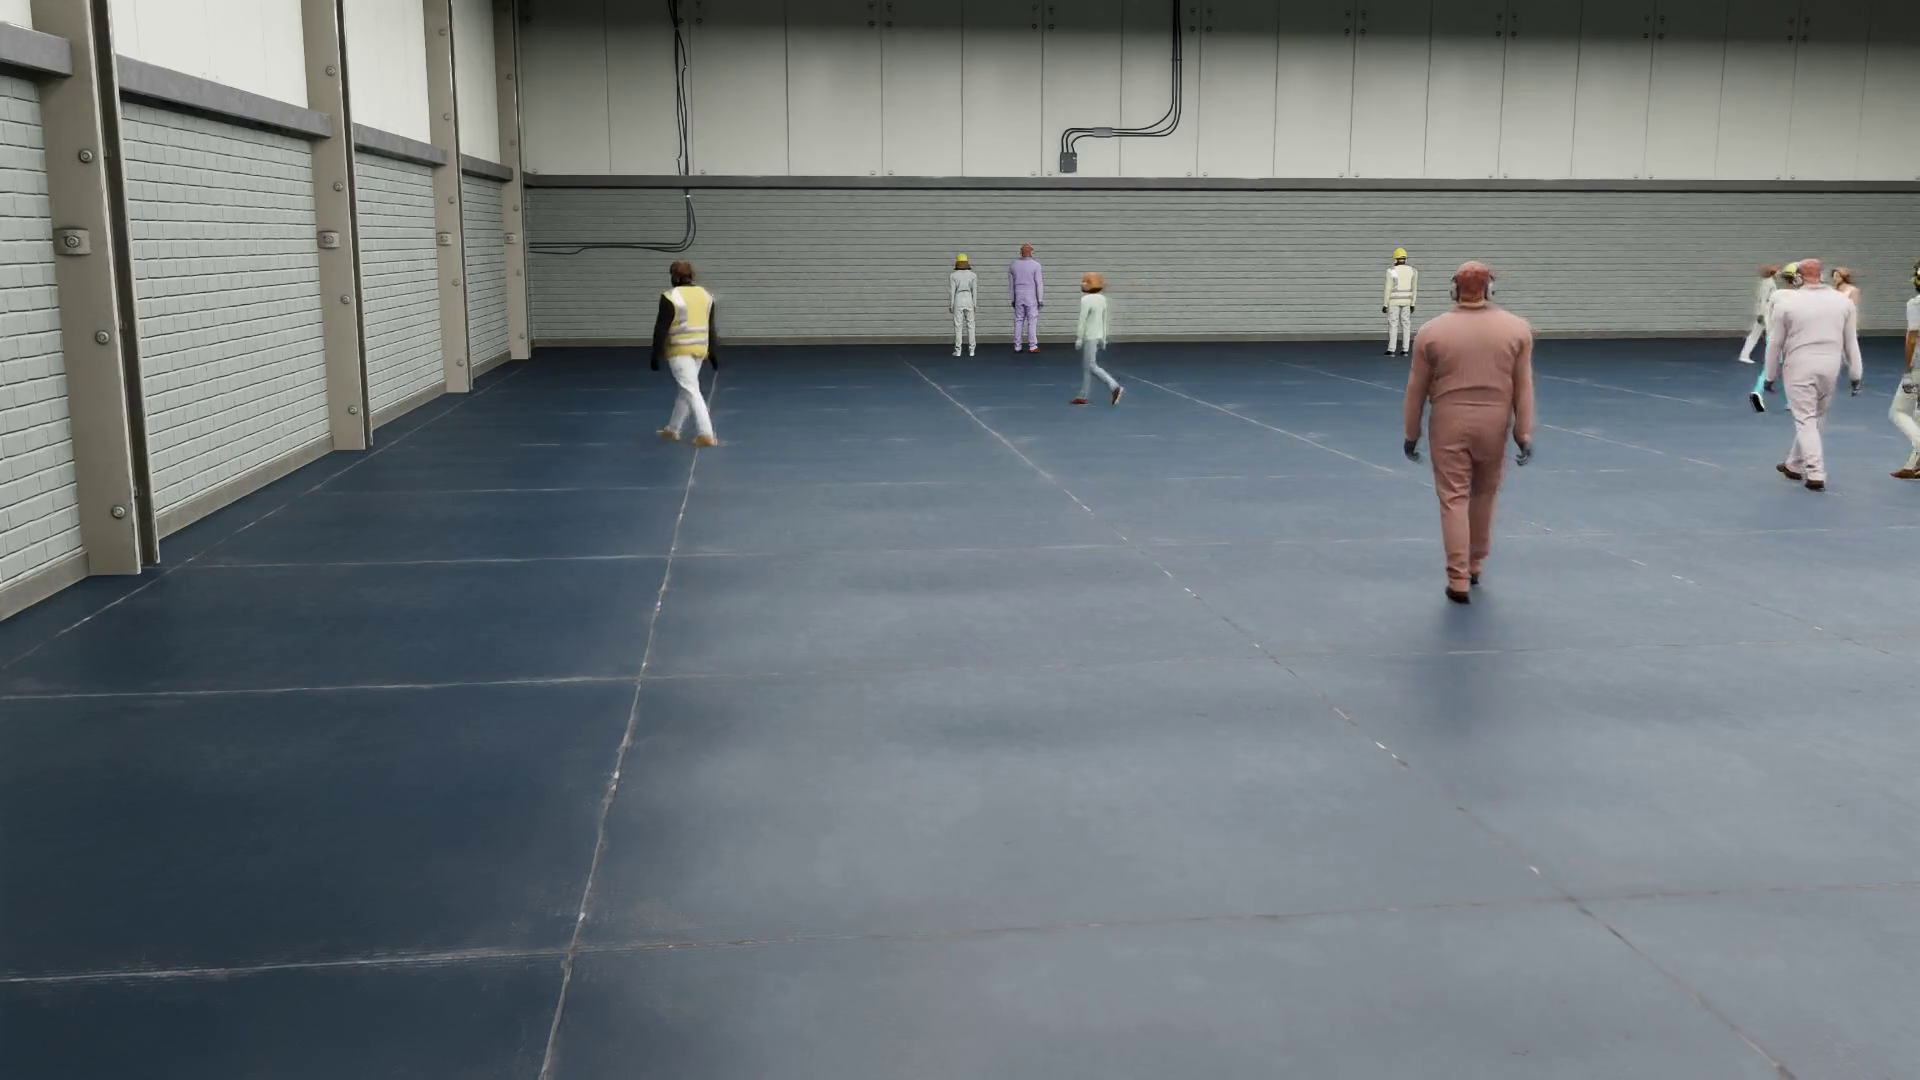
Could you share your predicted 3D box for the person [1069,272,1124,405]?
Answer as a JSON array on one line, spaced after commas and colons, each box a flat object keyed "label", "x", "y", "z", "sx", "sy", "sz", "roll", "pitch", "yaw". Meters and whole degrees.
[{"label": "person", "x": 1.634, "y": -2.400, "z": 19.912, "sx": 0.716, "sy": 1.609, "sz": 0.501, "roll": 6, "pitch": 12, "yaw": 30}]

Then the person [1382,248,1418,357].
[{"label": "person", "x": 7.435, "y": -4.021, "z": 28.192, "sx": 0.603, "sy": 1.828, "sz": 0.404, "roll": -3, "pitch": 11, "yaw": -15}]

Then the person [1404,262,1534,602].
[{"label": "person", "x": 2.860, "y": -0.631, "z": 9.472, "sx": 0.678, "sy": 1.870, "sz": 0.914, "roll": 1, "pitch": 10, "yaw": 6}]

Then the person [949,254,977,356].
[{"label": "person", "x": 0.046, "y": -4.005, "z": 28.369, "sx": 0.485, "sy": 1.736, "sz": 0.308, "roll": -3, "pitch": 11, "yaw": -13}]

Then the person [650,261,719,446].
[{"label": "person", "x": -2.683, "y": -1.819, "z": 16.237, "sx": 0.965, "sy": 1.797, "sz": 0.663, "roll": 8, "pitch": 13, "yaw": 37}]

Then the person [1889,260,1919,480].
[{"label": "person", "x": 8.010, "y": -1.403, "z": 13.803, "sx": 0.518, "sy": 1.848, "sz": 0.433, "roll": -3, "pitch": 11, "yaw": -15}]

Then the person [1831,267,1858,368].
[{"label": "person", "x": 11.781, "y": -2.830, "z": 22.224, "sx": 0.489, "sy": 1.630, "sz": 0.523, "roll": -3, "pitch": 11, "yaw": -18}]

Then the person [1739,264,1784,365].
[{"label": "person", "x": 12.892, "y": -3.583, "z": 26.453, "sx": 0.879, "sy": 1.587, "sz": 0.519, "roll": 5, "pitch": 12, "yaw": 27}]

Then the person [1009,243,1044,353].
[{"label": "person", "x": 1.174, "y": -4.204, "z": 28.968, "sx": 0.651, "sy": 1.913, "sz": 0.410, "roll": 6, "pitch": 12, "yaw": 31}]

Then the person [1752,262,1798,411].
[{"label": "person", "x": 9.540, "y": -2.344, "z": 19.277, "sx": 0.797, "sy": 1.742, "sz": 0.531, "roll": -7, "pitch": 12, "yaw": -34}]

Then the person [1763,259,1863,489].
[{"label": "person", "x": 6.931, "y": -1.355, "z": 13.564, "sx": 0.691, "sy": 1.843, "sz": 0.999, "roll": 0, "pitch": 10, "yaw": 1}]
